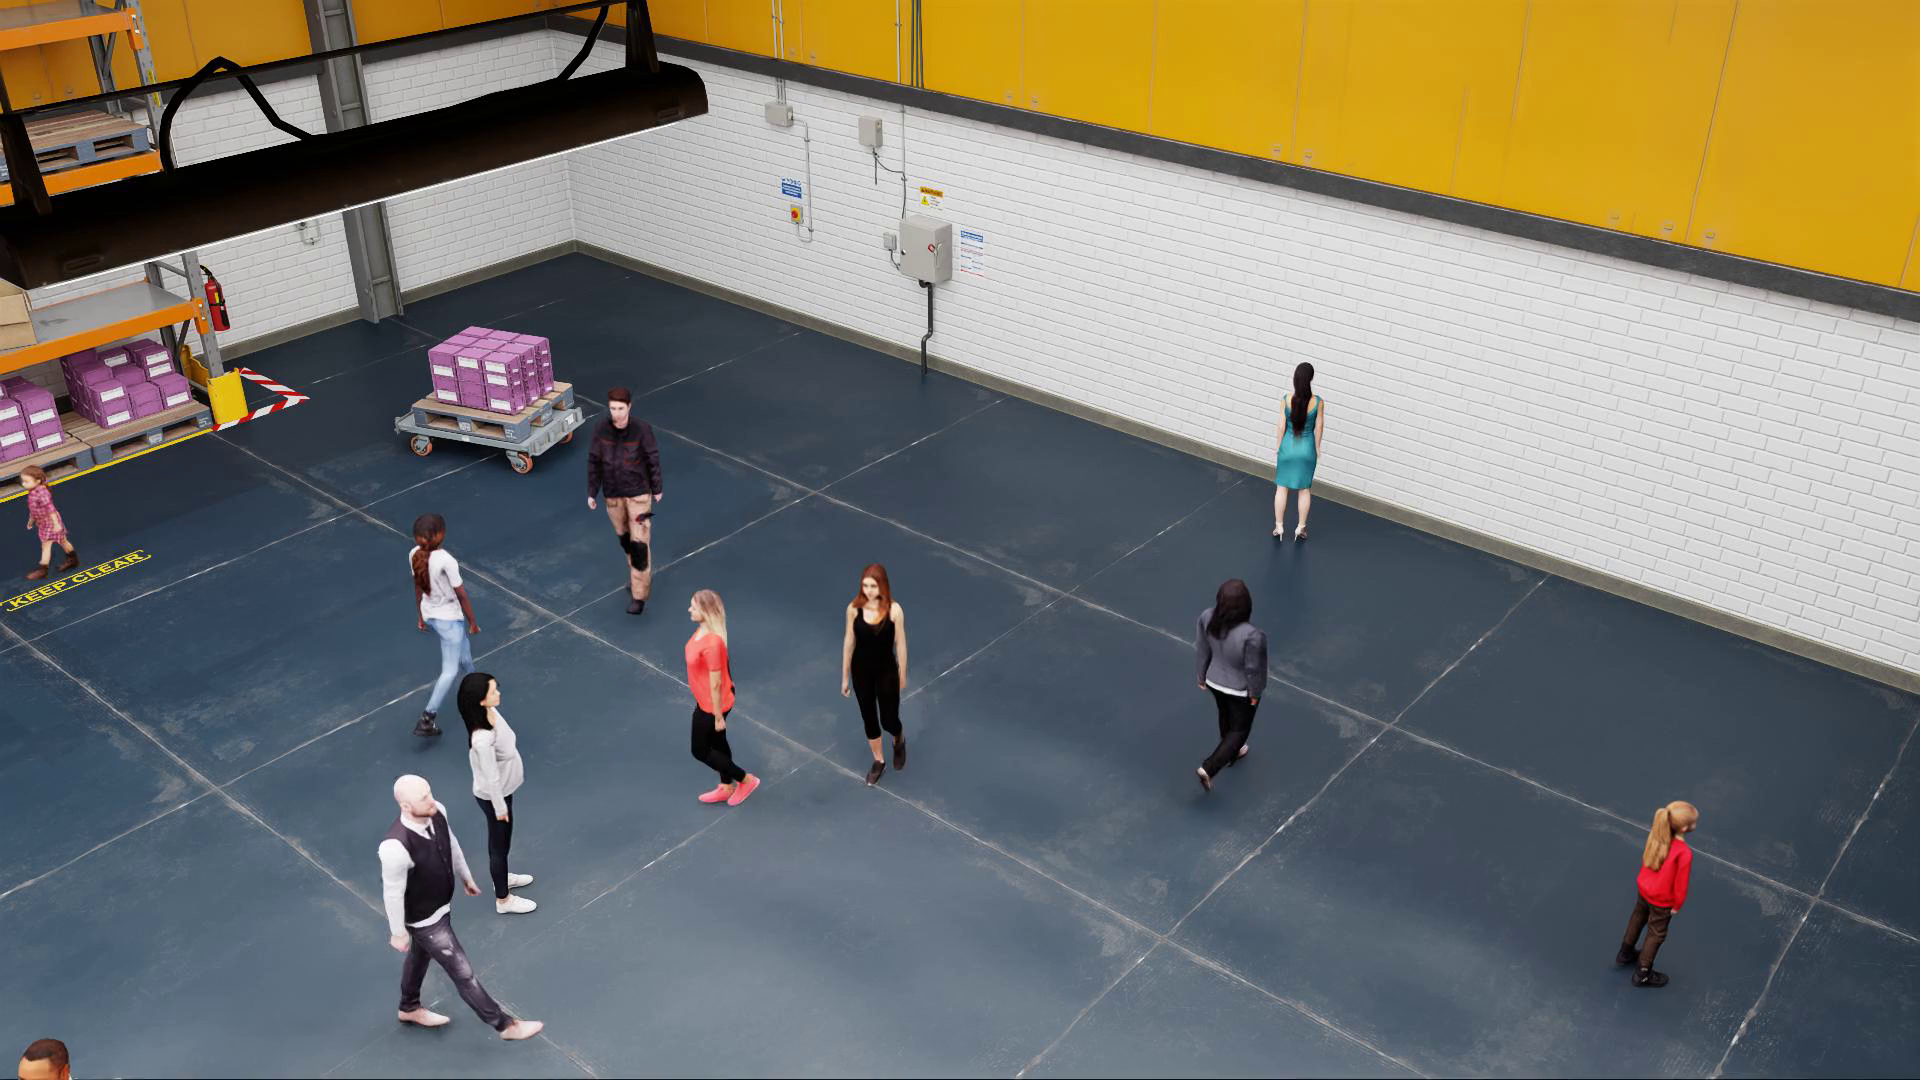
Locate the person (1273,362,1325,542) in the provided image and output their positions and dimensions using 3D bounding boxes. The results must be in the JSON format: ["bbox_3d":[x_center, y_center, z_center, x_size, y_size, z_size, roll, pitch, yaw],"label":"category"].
[{"bbox_3d":[2.944,-0.768,14.520,0.614,1.692,0.622,6,29,10],"label":"person"}]

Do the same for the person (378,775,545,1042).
[{"bbox_3d":[-3.029,2.058,9.247,1.159,1.780,1.226,4,29,8],"label":"person"}]

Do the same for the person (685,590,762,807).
[{"bbox_3d":[-1.562,1.079,11.143,0.827,1.683,0.766,-5,29,-8],"label":"person"}]

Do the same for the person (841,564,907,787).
[{"bbox_3d":[-0.549,0.884,11.468,0.694,1.713,0.764,8,30,14],"label":"person"}]

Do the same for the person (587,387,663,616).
[{"bbox_3d":[-2.707,-0.405,13.651,1.080,1.887,1.241,4,29,8],"label":"person"}]

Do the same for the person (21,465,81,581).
[{"bbox_3d":[-7.727,-0.187,14.172,0.448,1.005,0.671,25,37,38],"label":"person"}]

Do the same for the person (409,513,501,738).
[{"bbox_3d":[-3.752,0.634,11.957,0.681,1.685,1.137,17,33,29],"label":"person"}]

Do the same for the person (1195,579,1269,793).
[{"bbox_3d":[1.838,0.999,11.400,0.974,1.578,0.741,-24,37,-37],"label":"person"}]

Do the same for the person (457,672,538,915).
[{"bbox_3d":[-2.875,1.540,10.280,0.727,1.700,0.701,-8,30,-14],"label":"person"}]

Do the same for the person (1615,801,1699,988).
[{"bbox_3d":[4.105,2.063,9.760,0.620,1.281,0.573,-7,29,-13],"label":"person"}]
